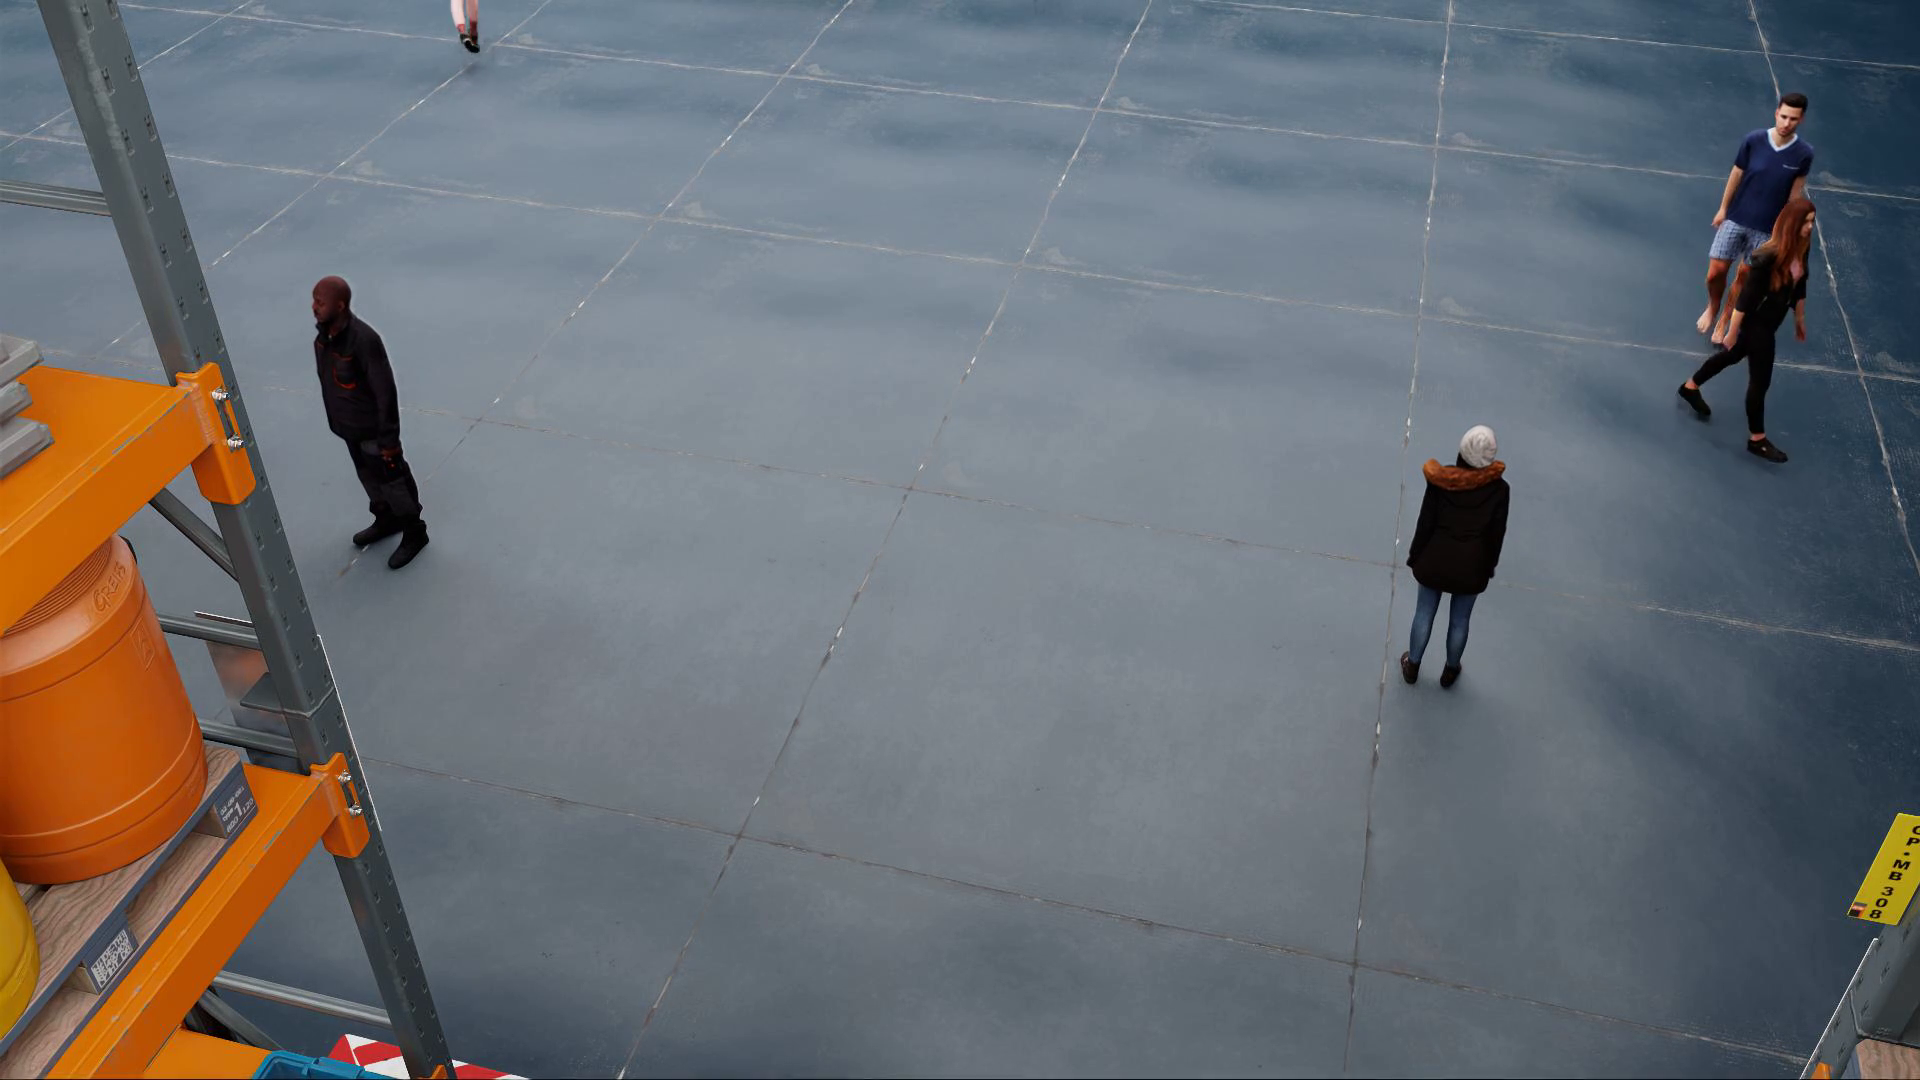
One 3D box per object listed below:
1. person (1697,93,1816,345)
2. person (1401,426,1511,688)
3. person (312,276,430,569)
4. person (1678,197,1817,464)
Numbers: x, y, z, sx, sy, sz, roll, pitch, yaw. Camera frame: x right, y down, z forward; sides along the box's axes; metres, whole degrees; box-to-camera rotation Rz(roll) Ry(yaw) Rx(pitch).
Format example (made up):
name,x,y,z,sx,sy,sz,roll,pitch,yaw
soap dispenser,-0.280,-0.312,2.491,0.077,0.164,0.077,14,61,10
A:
name,x,y,z,sx,sy,sz,roll,pitch,yaw
person,5.467,-2.238,11.441,0.703,1.838,0.702,18,42,22
person,2.563,0.093,8.628,0.617,1.633,0.584,9,39,12
person,-3.373,-0.703,9.489,0.783,1.825,0.745,25,45,29
person,4.993,-1.410,10.519,1.123,1.669,1.135,-22,43,-26
